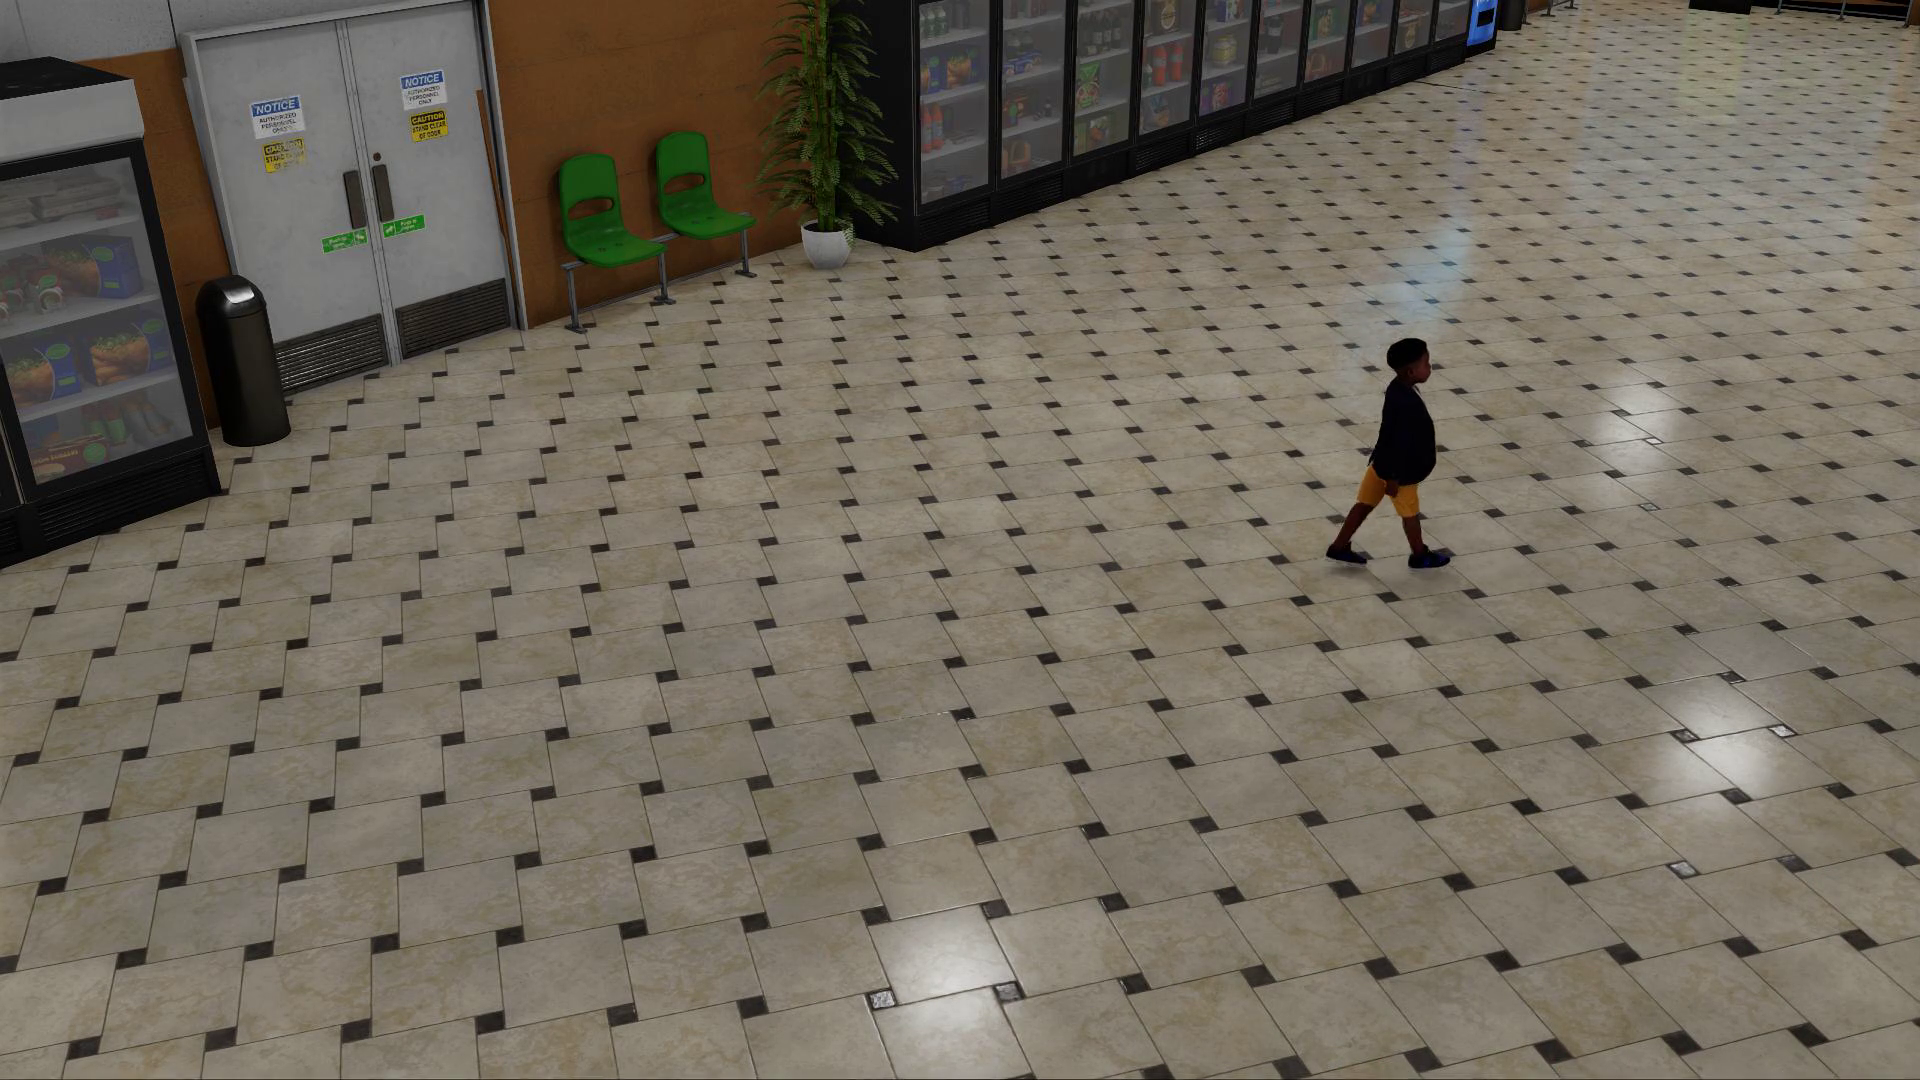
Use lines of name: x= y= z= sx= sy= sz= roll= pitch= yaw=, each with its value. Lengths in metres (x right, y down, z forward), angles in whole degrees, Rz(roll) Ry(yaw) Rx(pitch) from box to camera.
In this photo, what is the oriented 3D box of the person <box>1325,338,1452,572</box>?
person: x=2.100 y=-0.397 z=8.272 sx=0.923 sy=1.243 sz=0.845 roll=-1 pitch=27 yaw=-1
